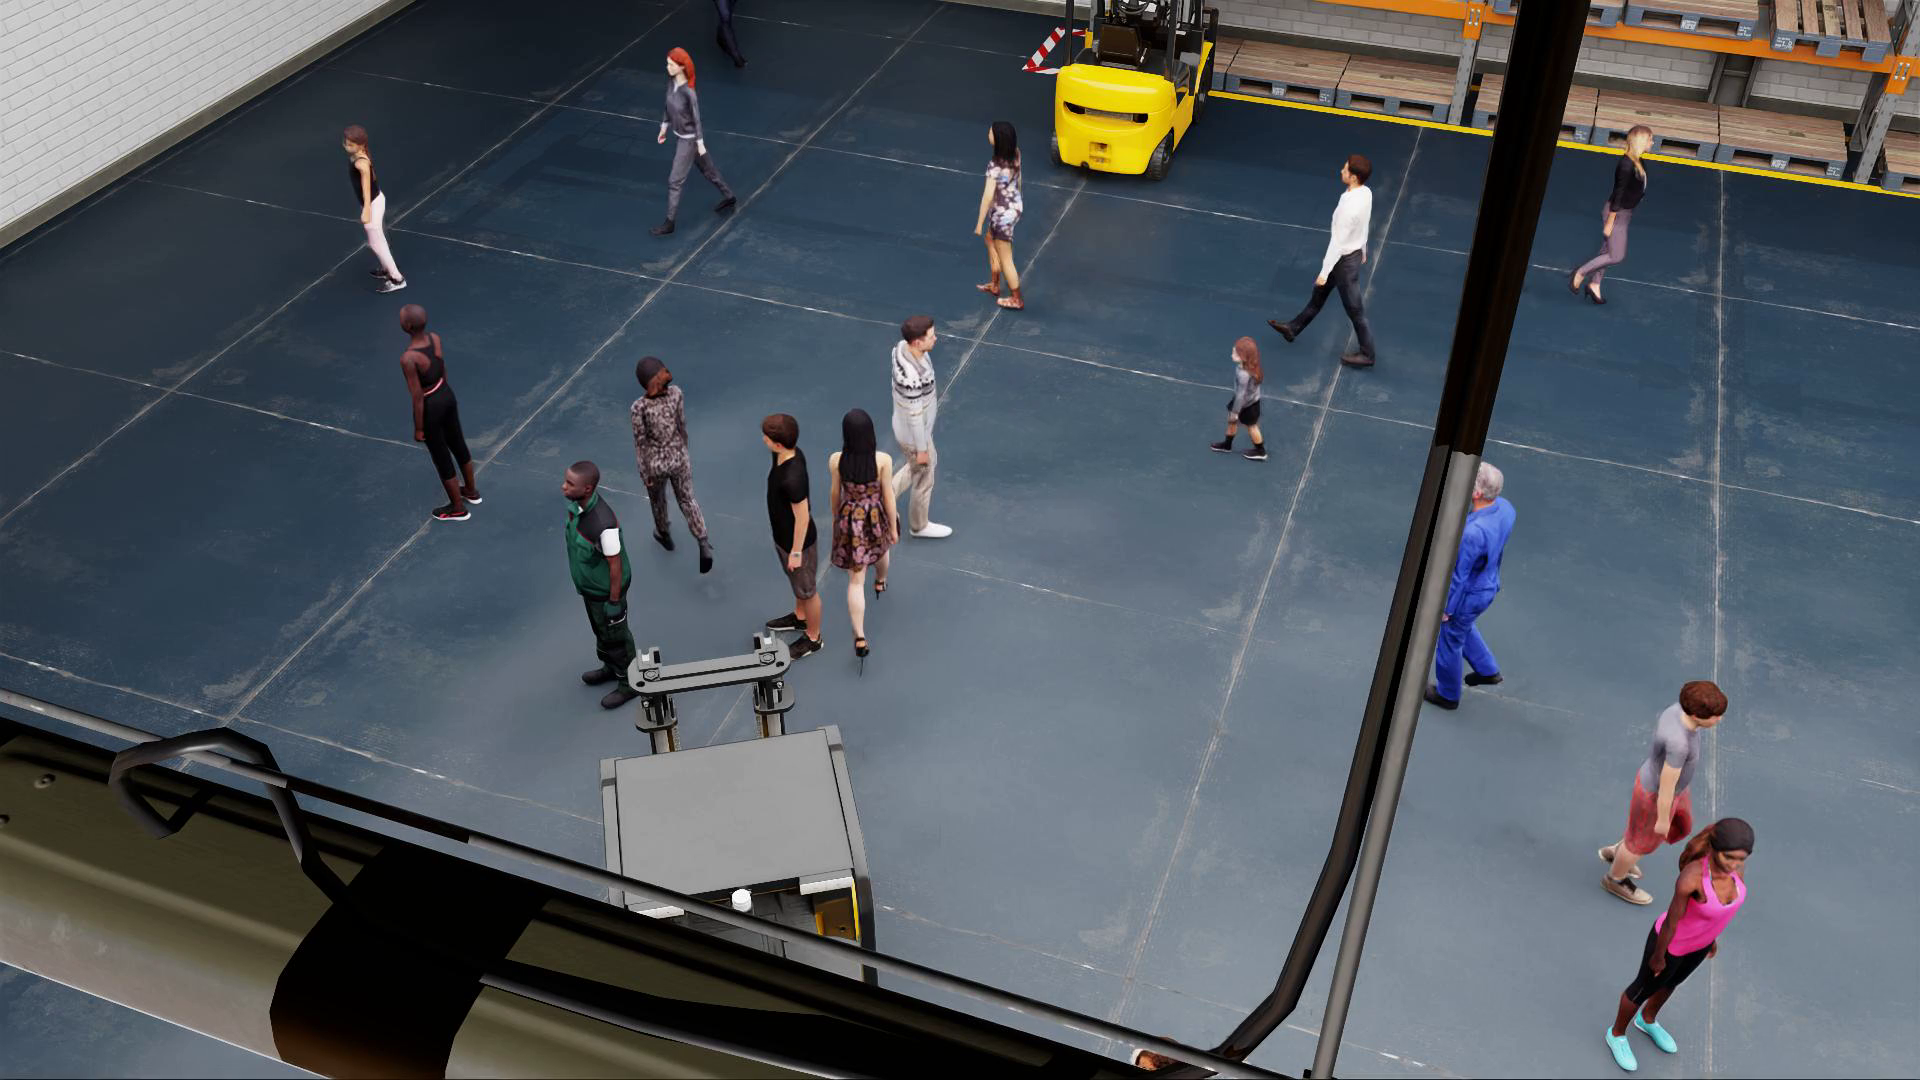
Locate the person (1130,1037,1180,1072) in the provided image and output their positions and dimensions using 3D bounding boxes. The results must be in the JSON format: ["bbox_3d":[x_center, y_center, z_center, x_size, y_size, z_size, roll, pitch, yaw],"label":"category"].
[{"bbox_3d":[0.925,2.698,7.453,0.859,1.673,0.799,-15,41,-18],"label":"person"}]

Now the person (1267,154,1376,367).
[{"bbox_3d":[3.207,-2.205,13.470,1.207,1.827,0.753,16,41,19],"label":"person"}]

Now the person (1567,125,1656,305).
[{"bbox_3d":[5.563,-2.788,14.331,0.699,1.662,0.646,19,42,22],"label":"person"}]

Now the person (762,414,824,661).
[{"bbox_3d":[-1.064,-0.046,10.739,0.795,1.861,0.764,-11,40,-13],"label":"person"}]

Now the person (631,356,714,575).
[{"bbox_3d":[-1.978,-0.493,11.432,0.963,1.693,1.109,-24,44,-27],"label":"person"}]

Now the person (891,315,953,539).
[{"bbox_3d":[-0.394,-0.777,11.675,0.951,1.835,0.883,-5,39,-6],"label":"person"}]

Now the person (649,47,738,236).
[{"bbox_3d":[-2.454,-3.733,15.460,1.149,1.730,1.164,-21,43,-24],"label":"person"}]

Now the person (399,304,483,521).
[{"bbox_3d":[-3.743,-0.920,11.916,0.526,1.757,0.572,12,40,15],"label":"person"}]

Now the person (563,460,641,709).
[{"bbox_3d":[-2.234,0.256,10.377,0.846,1.840,0.754,-23,44,-26],"label":"person"}]

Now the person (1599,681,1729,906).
[{"bbox_3d":[3.777,1.354,9.166,0.691,1.637,0.657,20,43,23],"label":"person"}]

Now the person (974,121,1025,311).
[{"bbox_3d":[0.449,-2.740,14.231,0.795,1.713,0.687,19,43,23],"label":"person"}]

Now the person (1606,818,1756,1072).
[{"bbox_3d":[3.607,1.986,8.303,0.649,1.725,0.717,-13,40,-16],"label":"person"}]

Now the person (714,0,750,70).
[{"bbox_3d":[-2.657,-6.248,18.538,1.128,1.819,1.303,-22,44,-25],"label":"person"}]

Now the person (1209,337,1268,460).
[{"bbox_3d":[2.229,-1.076,12.654,0.717,1.080,0.578,7,39,9],"label":"person"}]

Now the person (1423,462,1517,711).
[{"bbox_3d":[3.226,0.358,10.275,0.856,1.809,0.838,26,45,29],"label":"person"}]

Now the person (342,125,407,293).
[{"bbox_3d":[-5.190,-2.947,14.622,0.707,1.548,0.673,-1,39,-1],"label":"person"}]

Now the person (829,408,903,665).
[{"bbox_3d":[-0.637,-0.005,10.796,1.182,1.725,0.940,1,39,1],"label":"person"}]
